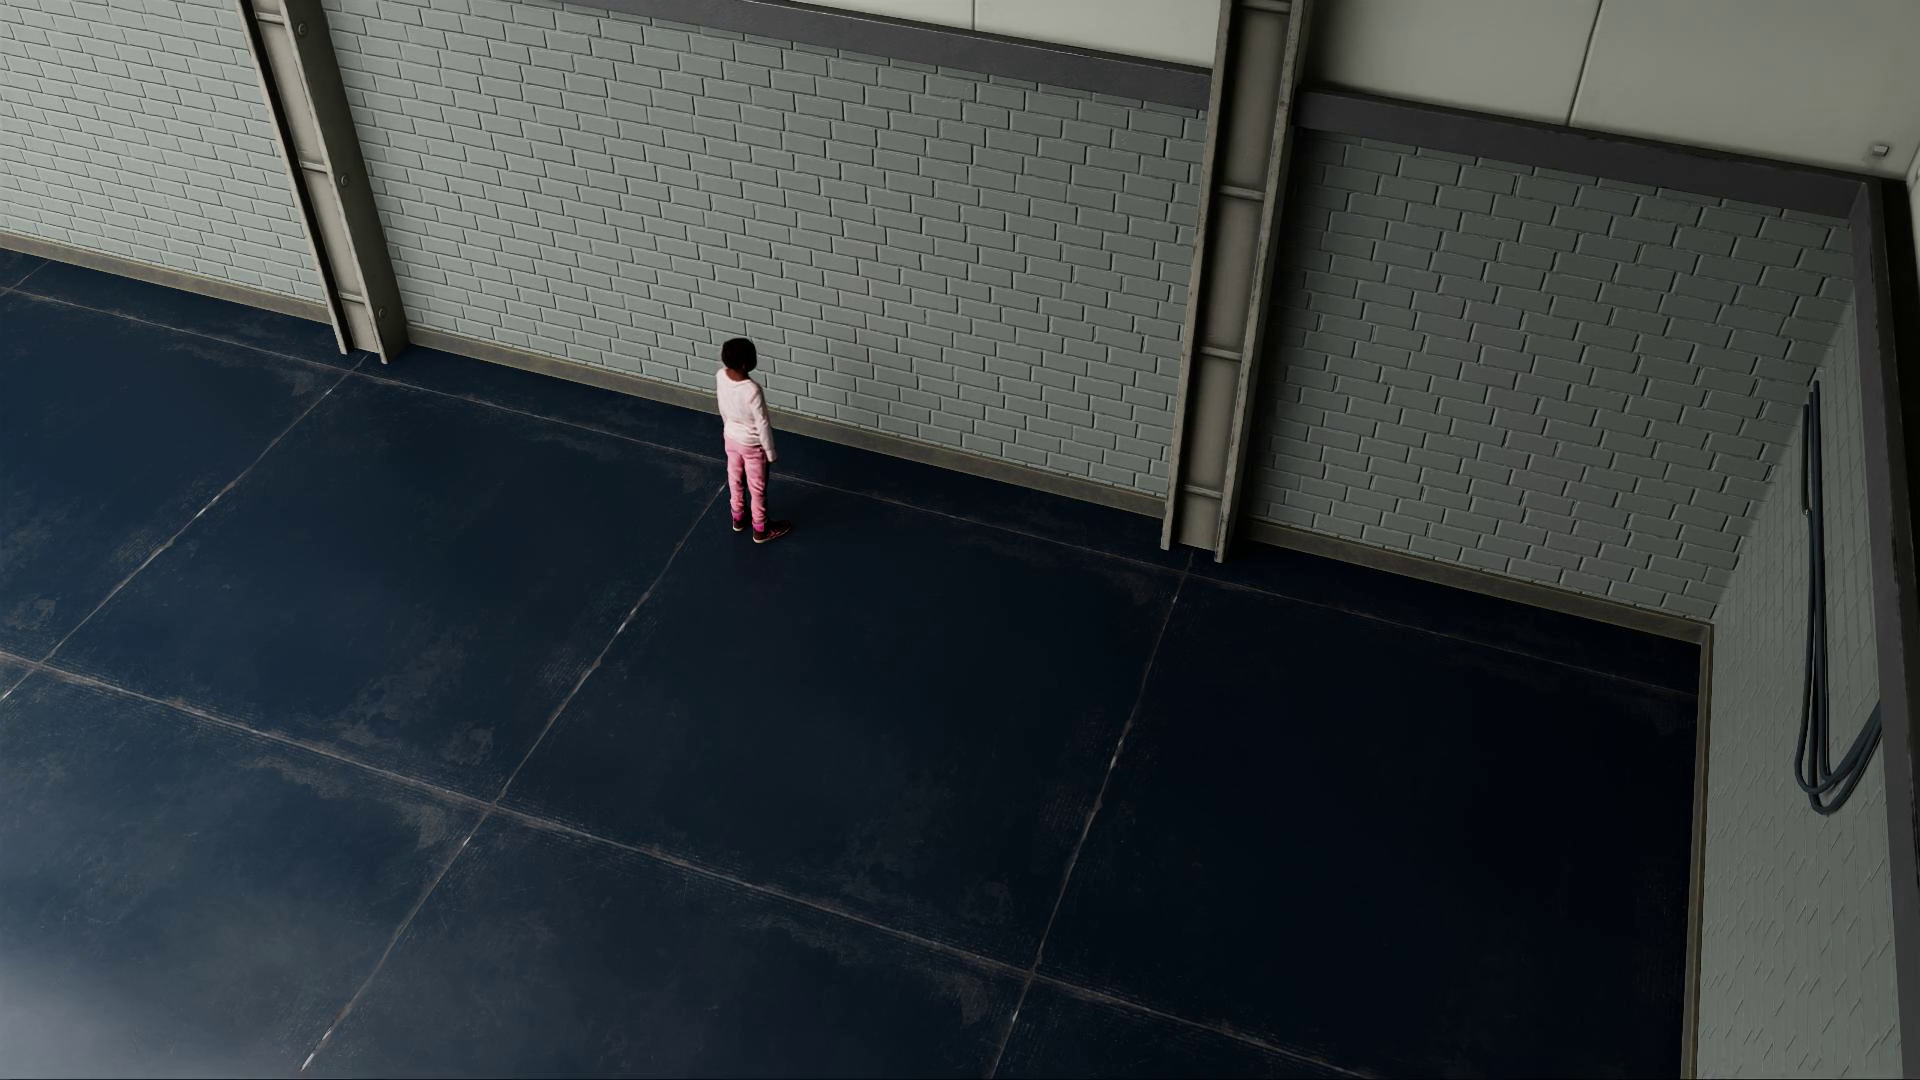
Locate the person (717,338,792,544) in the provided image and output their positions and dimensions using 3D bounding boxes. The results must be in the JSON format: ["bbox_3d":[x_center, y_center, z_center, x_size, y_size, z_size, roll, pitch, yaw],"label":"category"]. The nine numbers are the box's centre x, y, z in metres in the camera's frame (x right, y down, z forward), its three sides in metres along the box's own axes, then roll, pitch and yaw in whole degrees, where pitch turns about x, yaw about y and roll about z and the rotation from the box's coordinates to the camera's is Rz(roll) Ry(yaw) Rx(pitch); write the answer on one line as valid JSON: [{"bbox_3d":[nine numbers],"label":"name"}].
[{"bbox_3d":[-1.276,-0.618,9.938,0.539,1.444,0.673,30,50,29],"label":"person"}]
